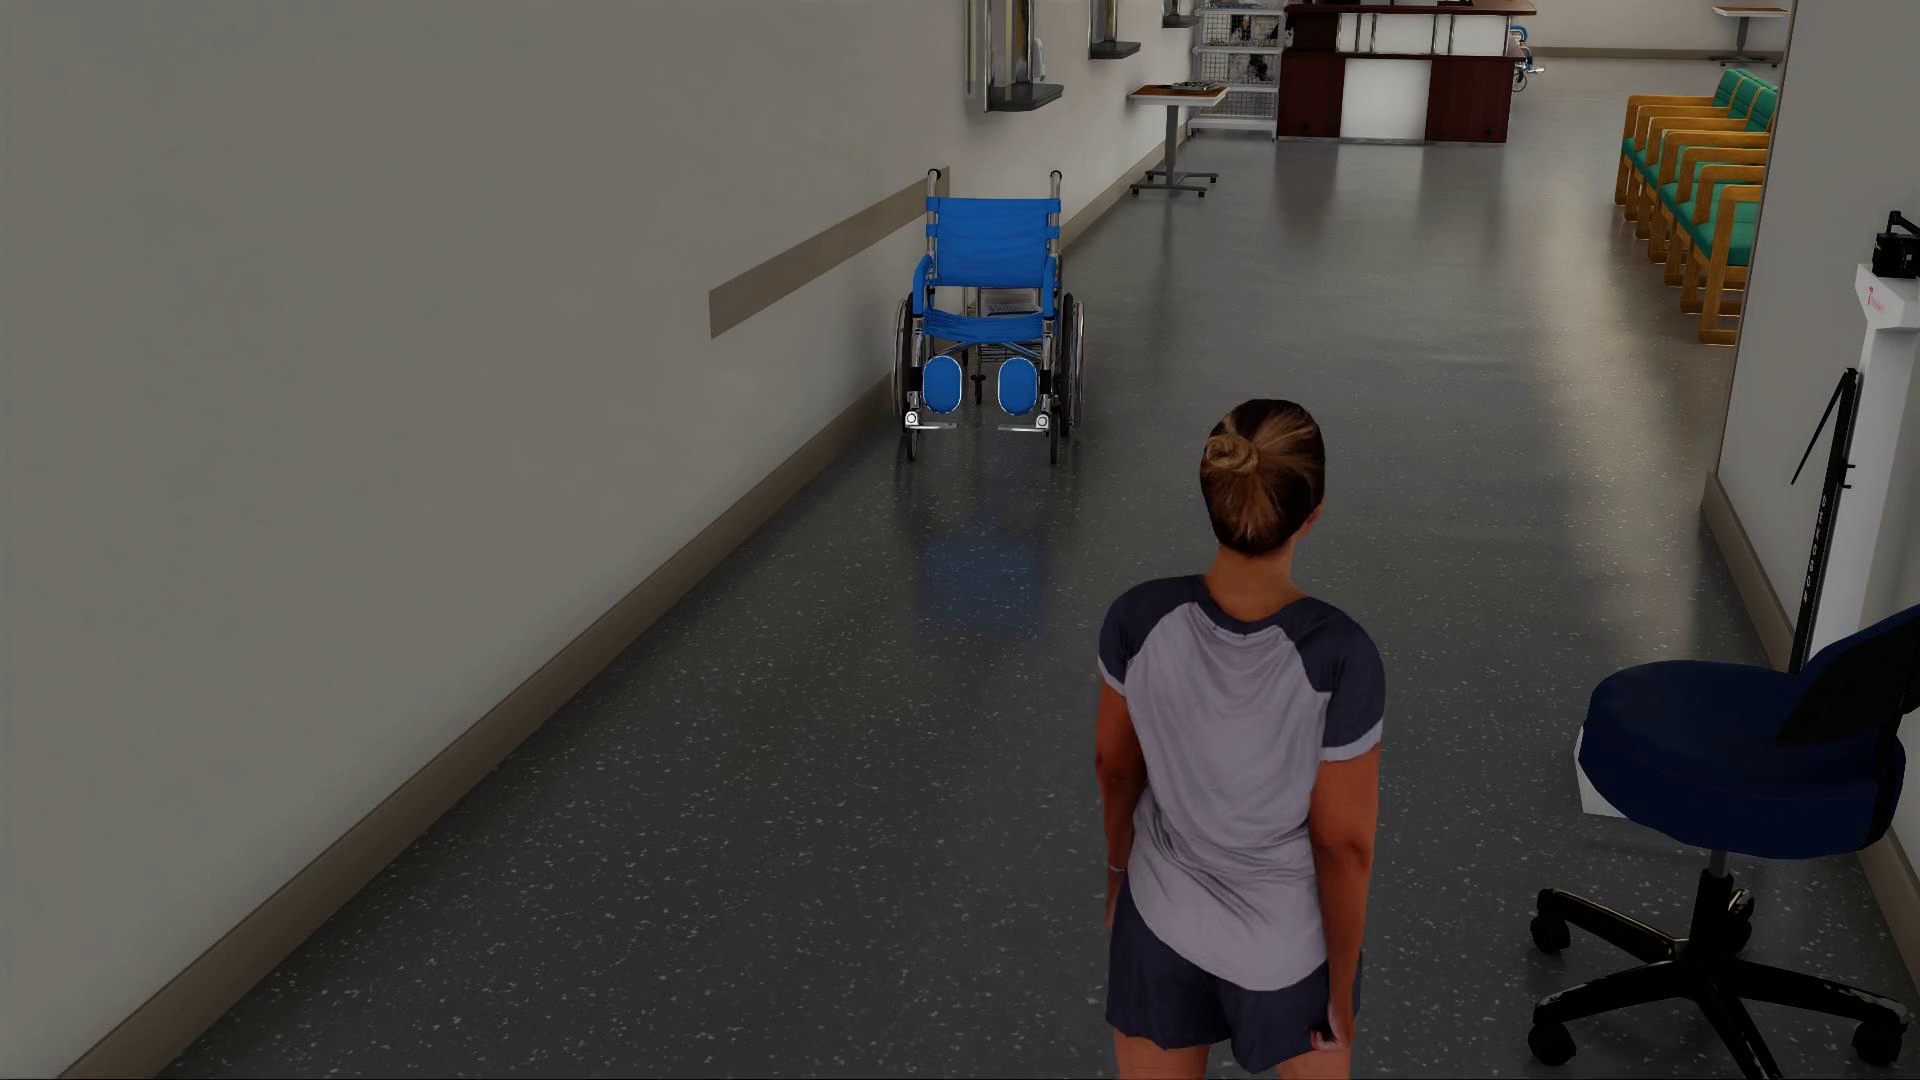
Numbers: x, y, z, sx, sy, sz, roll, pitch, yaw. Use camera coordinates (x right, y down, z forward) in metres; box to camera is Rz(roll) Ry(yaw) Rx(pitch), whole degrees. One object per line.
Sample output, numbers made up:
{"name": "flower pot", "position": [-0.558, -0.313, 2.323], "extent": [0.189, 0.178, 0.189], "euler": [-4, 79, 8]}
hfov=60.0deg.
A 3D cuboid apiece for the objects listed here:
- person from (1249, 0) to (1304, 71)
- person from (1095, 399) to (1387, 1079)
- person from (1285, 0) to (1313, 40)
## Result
{"name": "person", "position": [4.504, -7.309, 23.120], "extent": [1.315, 1.751, 0.671], "euler": [5, 21, 12]}
{"name": "person", "position": [0.376, 0.611, 2.411], "extent": [0.713, 1.609, 0.691], "euler": [9, 22, 22]}
{"name": "person", "position": [6.279, -9.922, 30.015], "extent": [1.125, 1.754, 0.951], "euler": [-4, 21, -9]}
